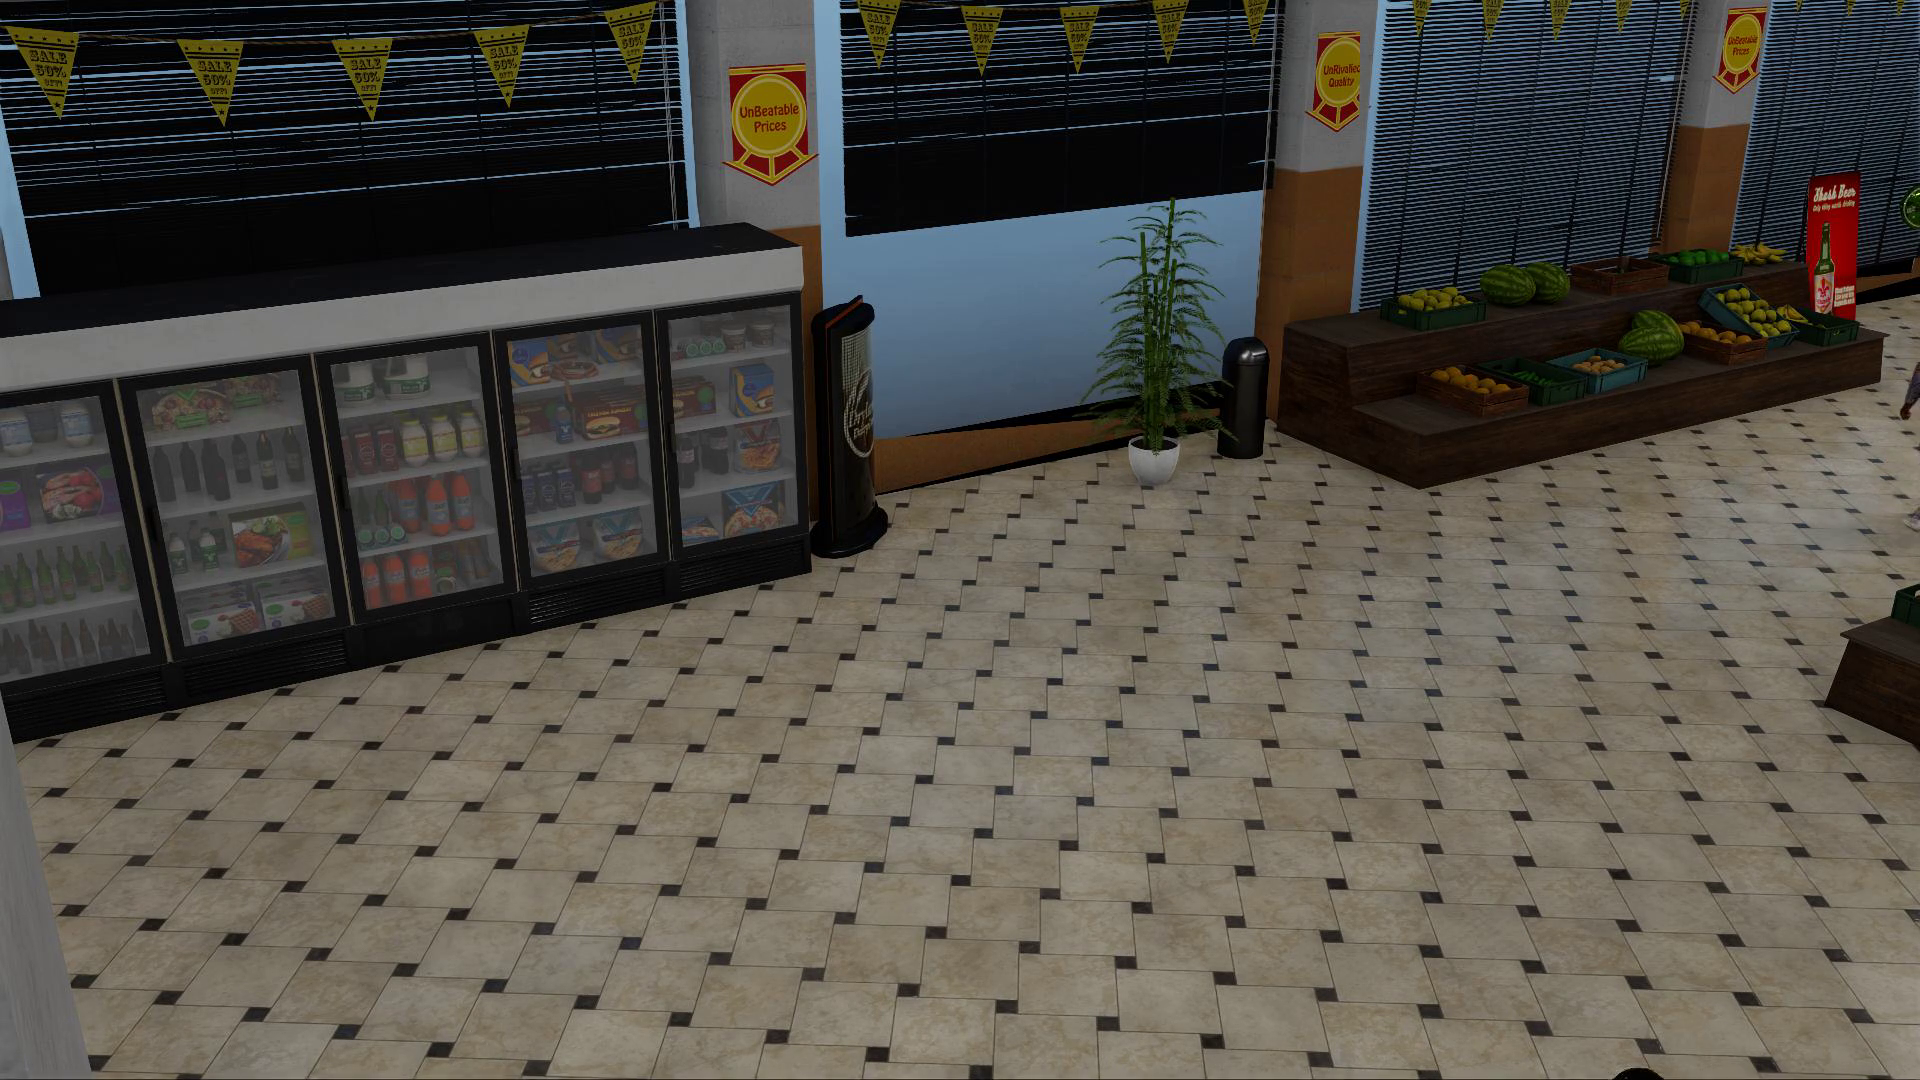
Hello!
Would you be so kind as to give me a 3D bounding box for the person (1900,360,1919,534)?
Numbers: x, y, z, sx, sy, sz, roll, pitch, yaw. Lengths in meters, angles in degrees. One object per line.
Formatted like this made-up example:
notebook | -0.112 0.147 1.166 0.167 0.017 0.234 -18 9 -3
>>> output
person | 7.289 -0.956 12.163 1.181 1.791 0.776 -16 27 -34
